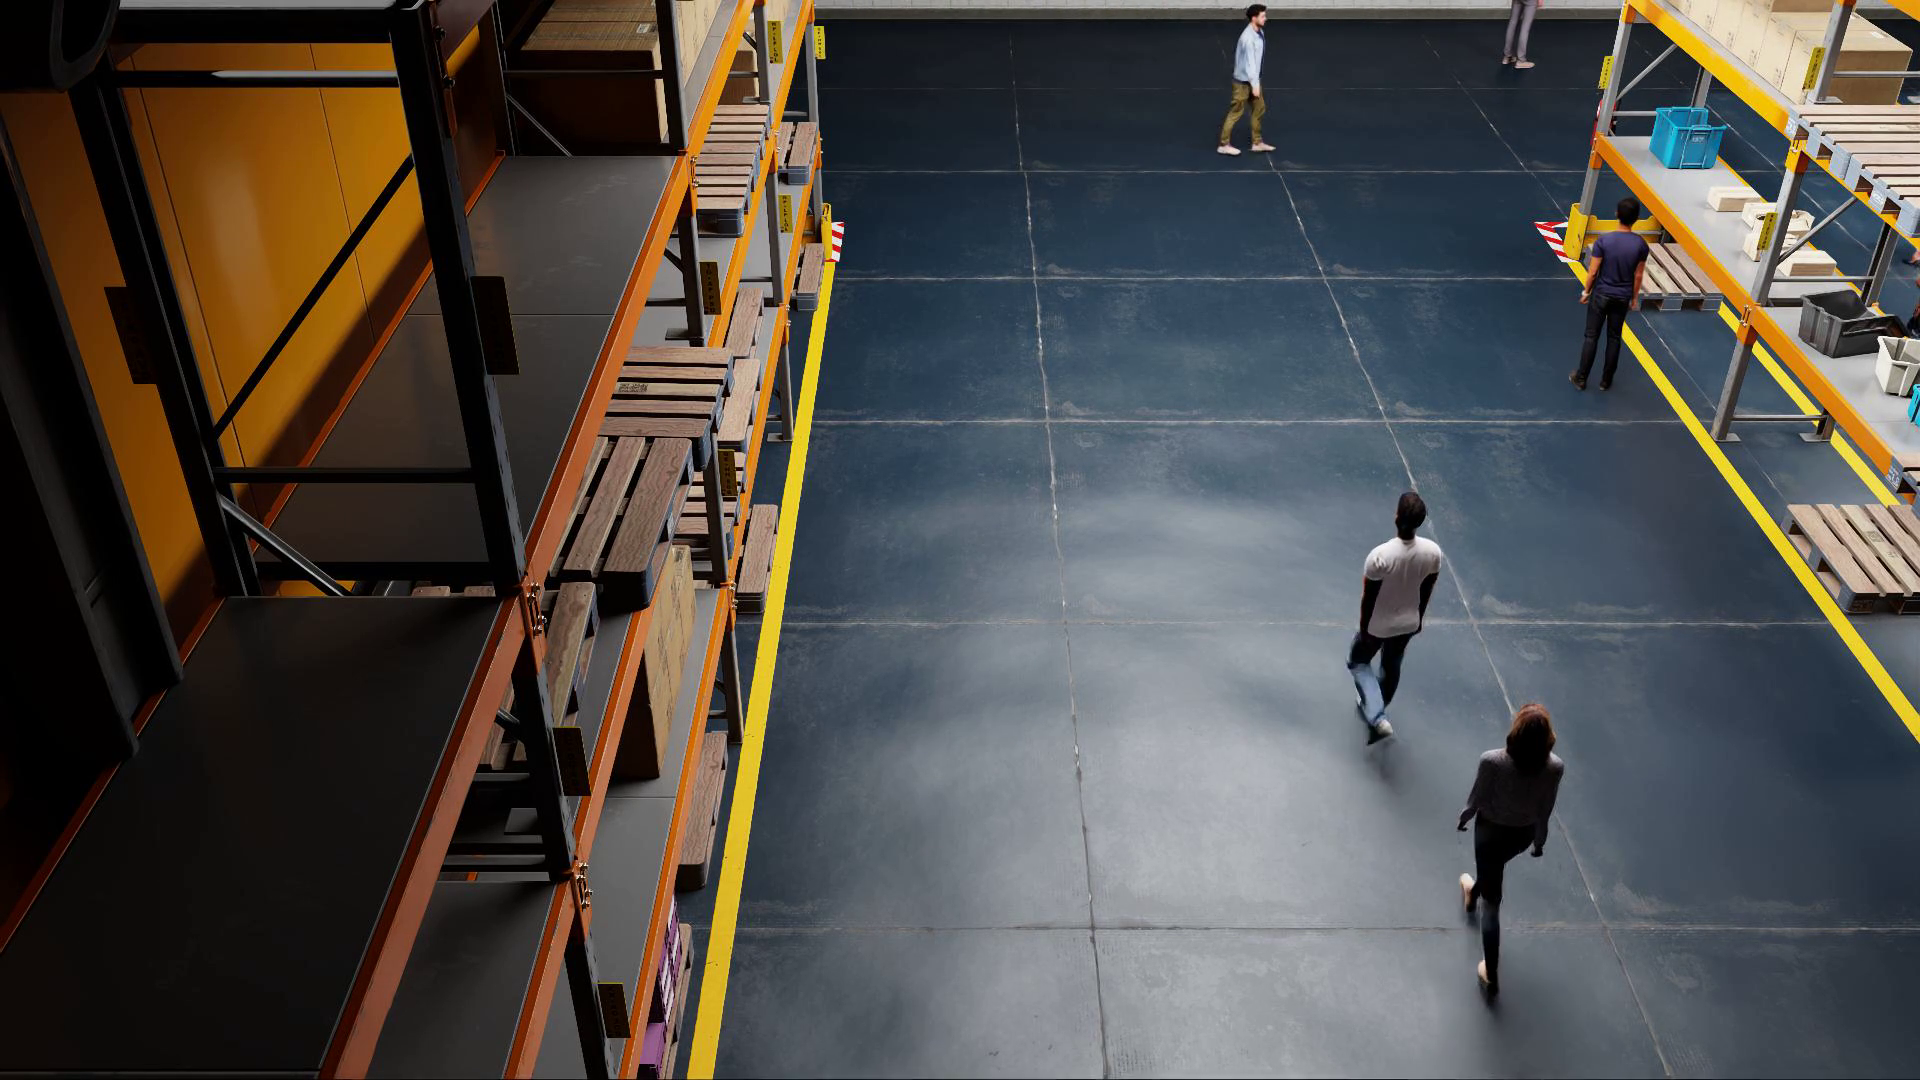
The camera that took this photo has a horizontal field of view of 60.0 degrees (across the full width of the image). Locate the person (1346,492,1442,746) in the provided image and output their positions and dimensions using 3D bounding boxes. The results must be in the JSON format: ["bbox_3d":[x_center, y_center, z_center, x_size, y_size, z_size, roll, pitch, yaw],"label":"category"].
[{"bbox_3d":[2.781,0.545,10.647,0.780,1.847,0.962,-6,34,-9],"label":"person"}]

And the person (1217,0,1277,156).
[{"bbox_3d":[3.300,-5.433,19.694,0.955,1.787,0.977,14,36,20],"label":"person"}]

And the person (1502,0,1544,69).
[{"bbox_3d":[7.686,-7.416,22.542,0.806,1.937,0.689,-18,38,-25],"label":"person"}]

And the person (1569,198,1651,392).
[{"bbox_3d":[5.786,-2.167,14.783,0.680,1.784,0.573,5,34,7],"label":"person"}]

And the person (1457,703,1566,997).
[{"bbox_3d":[2.953,1.681,9.026,0.672,1.749,1.165,3,34,4],"label":"person"}]
